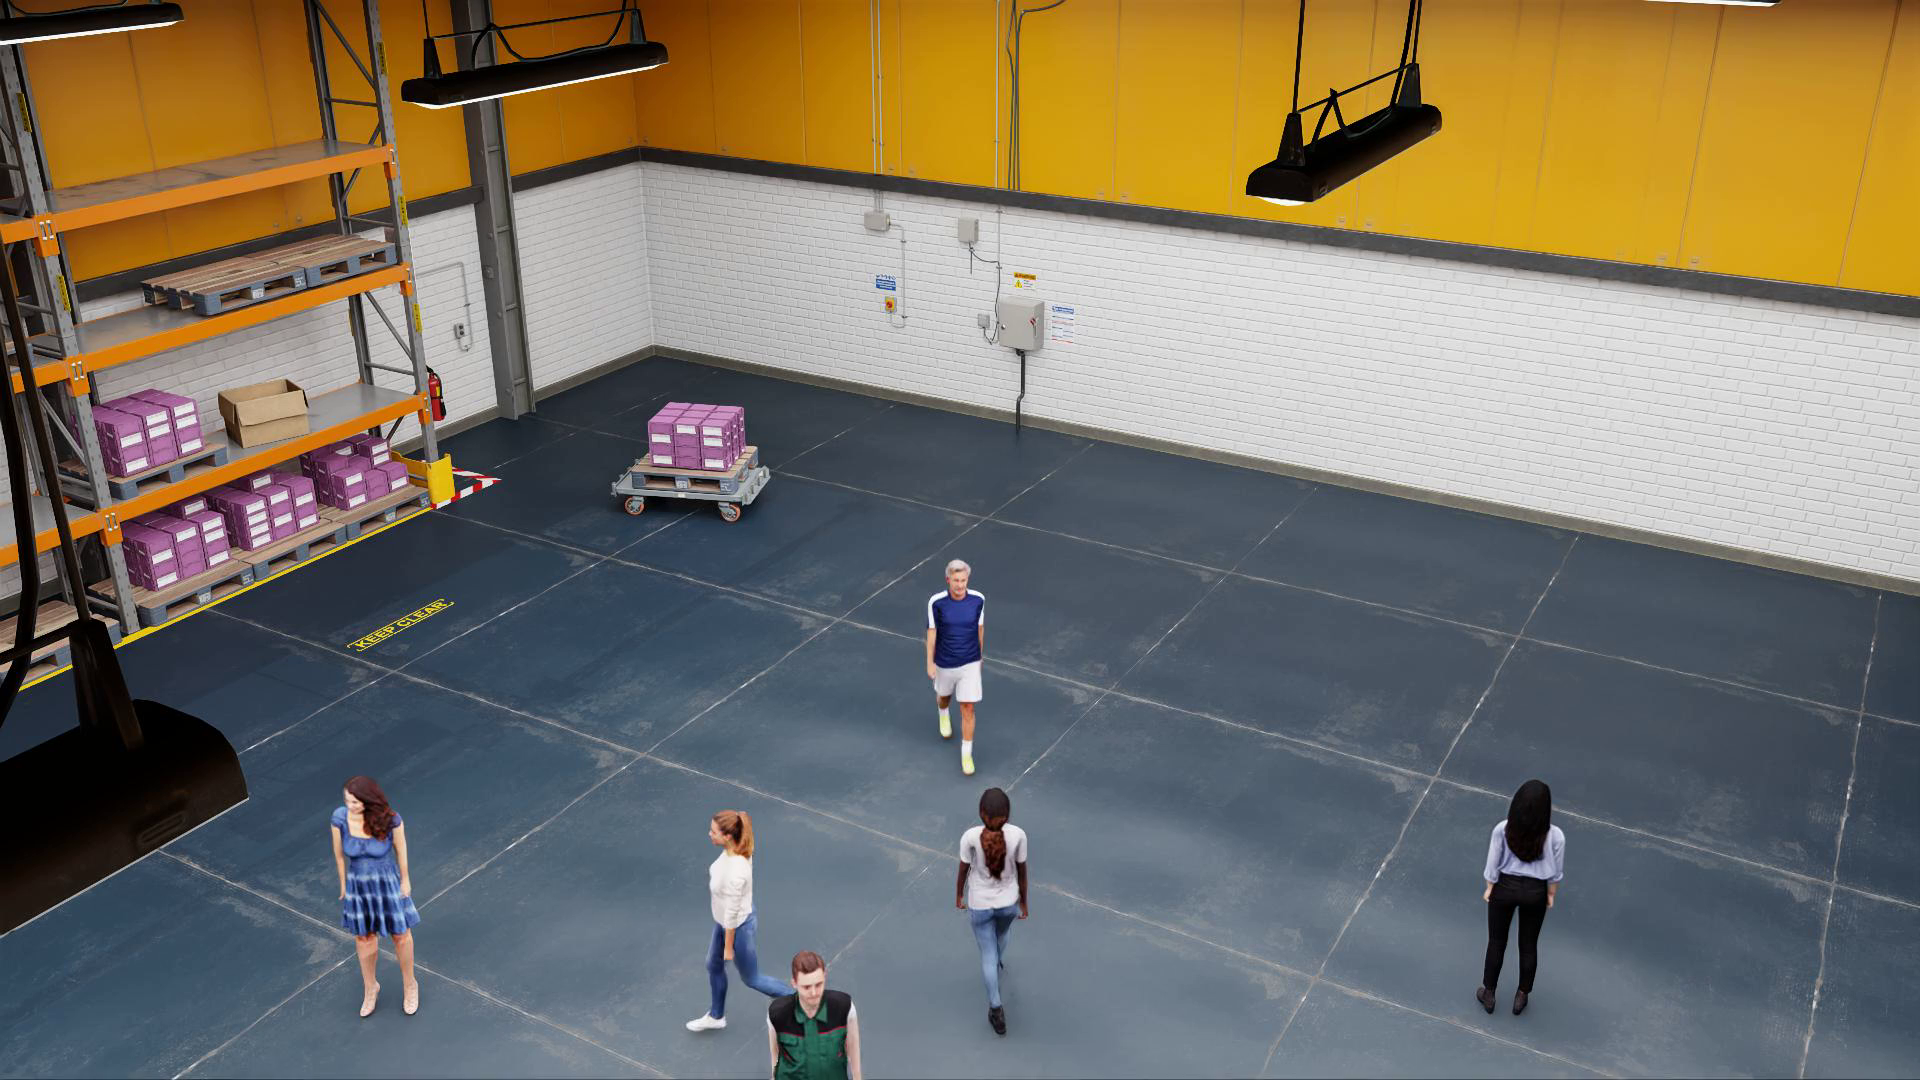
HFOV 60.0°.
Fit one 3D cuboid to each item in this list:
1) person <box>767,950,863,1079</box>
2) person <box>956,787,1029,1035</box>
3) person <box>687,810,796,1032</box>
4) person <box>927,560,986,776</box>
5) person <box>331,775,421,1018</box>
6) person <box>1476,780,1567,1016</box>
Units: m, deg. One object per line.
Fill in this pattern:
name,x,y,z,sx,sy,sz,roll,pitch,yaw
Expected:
person,-0.814,2.996,9.261,1.131,1.805,1.221,-5,24,-12
person,0.232,2.412,10.735,1.003,1.693,1.096,-5,24,-10
person,-1.328,2.475,10.596,1.088,1.689,1.113,-3,24,-7
person,-0.049,0.970,13.901,1.104,1.799,1.248,-3,24,-7
person,-3.803,2.307,10.832,0.760,1.808,0.765,0,24,-1
person,3.647,2.332,10.856,0.715,1.744,0.675,4,24,9
